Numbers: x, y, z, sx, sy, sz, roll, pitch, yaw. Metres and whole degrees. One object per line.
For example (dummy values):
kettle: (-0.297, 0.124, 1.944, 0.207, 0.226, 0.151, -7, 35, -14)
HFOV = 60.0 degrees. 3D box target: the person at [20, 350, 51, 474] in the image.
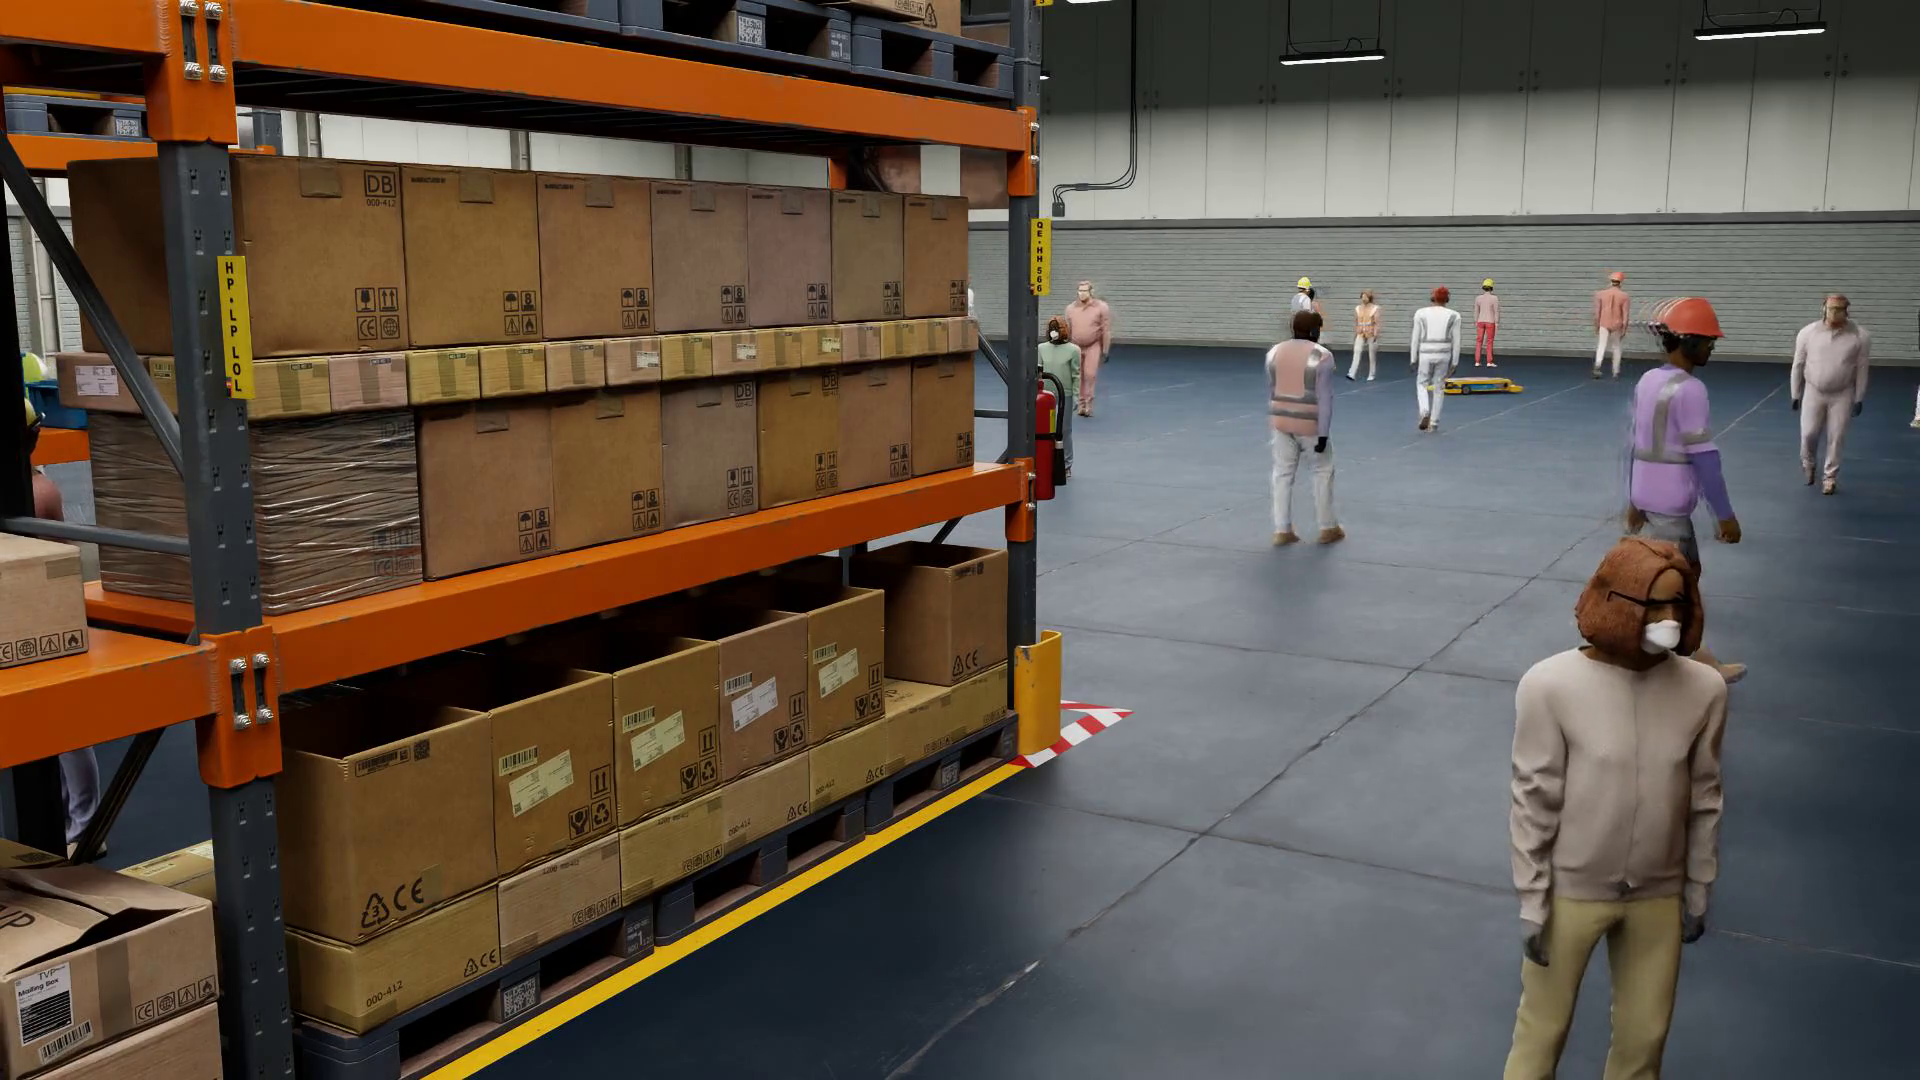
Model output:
person: (-6.425, -0.601, 11.248, 0.429, 1.844, 0.627, 2, 10, 11)

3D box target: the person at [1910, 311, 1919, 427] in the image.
person: (12.706, -2.397, 21.487, 0.388, 1.948, 0.748, -3, 10, -19)

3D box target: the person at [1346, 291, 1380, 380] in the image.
person: (7.211, -3.621, 29.638, 0.518, 1.600, 0.836, 7, 12, 35)

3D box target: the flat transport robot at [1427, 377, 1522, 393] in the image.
flat transport robot: (8.357, -2.527, 27.108, 1.431, 0.197, 0.652, -3, 10, -15)

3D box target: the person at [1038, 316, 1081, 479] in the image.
person: (0.970, -1.432, 16.714, 0.497, 1.633, 0.285, 4, 10, 21)

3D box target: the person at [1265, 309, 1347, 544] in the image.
person: (2.723, -0.881, 12.956, 0.634, 1.819, 0.738, 9, 13, 43)

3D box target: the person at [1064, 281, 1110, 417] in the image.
person: (1.691, -2.626, 23.007, 0.670, 1.870, 0.897, 4, 11, 24)

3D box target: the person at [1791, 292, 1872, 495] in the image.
person: (8.170, -1.379, 15.644, 0.650, 1.894, 0.486, 5, 11, 27)

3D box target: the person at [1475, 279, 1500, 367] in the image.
person: (10.581, -4.350, 33.405, 0.523, 1.772, 0.299, 9, 13, 43)

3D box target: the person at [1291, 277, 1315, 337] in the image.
person: (6.328, -3.912, 30.639, 0.404, 1.836, 0.600, -3, 10, -15)

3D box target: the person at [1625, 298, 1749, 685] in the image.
person: (3.680, -0.189, 8.330, 0.751, 2.022, 0.624, 1, 10, 5)

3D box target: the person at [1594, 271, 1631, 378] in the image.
person: (11.883, -3.925, 30.361, 0.610, 1.963, 0.911, 6, 12, 33)

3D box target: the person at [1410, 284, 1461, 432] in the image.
person: (5.997, -2.282, 20.992, 0.615, 1.871, 0.443, 2, 10, 14)

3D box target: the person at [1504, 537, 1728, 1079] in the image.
person: (1.449, 0.795, 3.701, 0.499, 1.630, 0.276, -1, 10, -6)

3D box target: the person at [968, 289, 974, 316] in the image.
person: (-0.065, -4.432, 33.487, 0.584, 1.899, 0.805, 4, 11, 23)

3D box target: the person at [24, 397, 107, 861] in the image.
person: (-3.373, 0.328, 6.027, 0.327, 1.765, 0.528, -9, 13, -43)

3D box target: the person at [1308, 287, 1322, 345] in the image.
person: (6.675, -3.955, 31.422, 0.872, 1.651, 0.534, 6, 11, 31)
